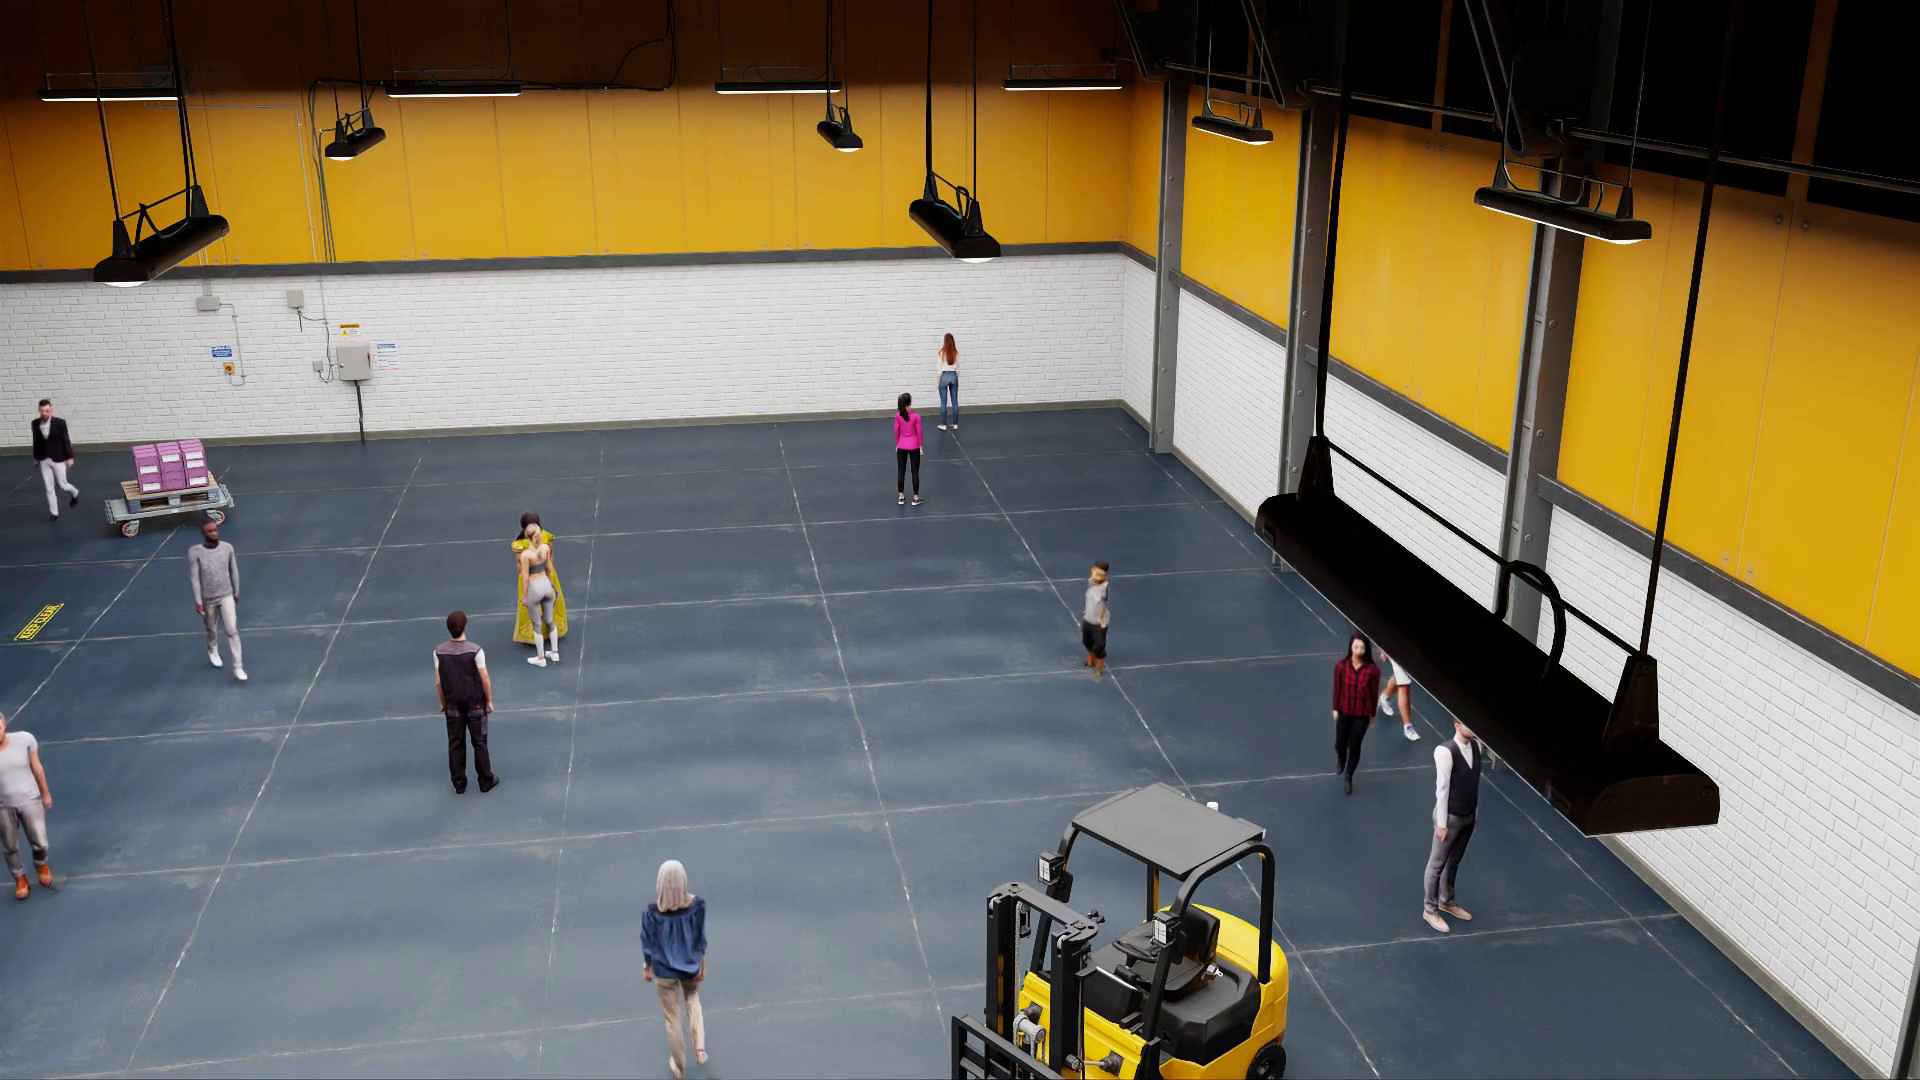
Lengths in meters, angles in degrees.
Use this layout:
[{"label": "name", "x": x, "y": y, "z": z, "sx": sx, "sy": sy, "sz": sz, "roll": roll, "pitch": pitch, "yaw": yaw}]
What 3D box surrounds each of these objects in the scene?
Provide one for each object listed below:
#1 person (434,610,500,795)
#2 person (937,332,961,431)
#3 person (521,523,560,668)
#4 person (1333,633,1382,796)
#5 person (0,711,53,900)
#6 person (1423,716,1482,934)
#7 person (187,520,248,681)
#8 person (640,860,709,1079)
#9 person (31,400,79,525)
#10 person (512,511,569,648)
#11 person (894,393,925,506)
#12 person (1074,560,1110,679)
[{"label": "person", "x": -4.779, "y": 1.561, "z": 16.046, "sx": 0.695, "sy": 1.848, "sz": 0.613, "roll": -1, "pitch": 19, "yaw": -2}, {"label": "person", "x": -0.199, "y": -2.794, "z": 29.165, "sx": 0.605, "sy": 1.728, "sz": 0.556, "roll": -6, "pitch": 20, "yaw": -18}, {"label": "person", "x": -4.828, "y": 0.615, "z": 19.083, "sx": 0.716, "sy": 1.703, "sz": 0.666, "roll": 15, "pitch": 24, "yaw": 37}, {"label": "person", "x": 3.820, "y": 1.643, "z": 16.127, "sx": 0.720, "sy": 1.641, "sz": 0.802, "roll": 4, "pitch": 19, "yaw": 12}, {"label": "person", "x": -8.053, "y": 2.224, "z": 14.157, "sx": 0.846, "sy": 1.796, "sz": 0.864, "roll": -11, "pitch": 22, "yaw": -30}, {"label": "person", "x": 4.098, "y": 2.268, "z": 13.805, "sx": 0.741, "sy": 1.938, "sz": 0.730, "roll": -13, "pitch": 23, "yaw": -34}, {"label": "person", "x": -8.448, "y": 0.648, "z": 18.820, "sx": 1.014, "sy": 1.808, "sz": 1.277, "roll": -13, "pitch": 22, "yaw": -33}, {"label": "person", "x": -1.981, "y": 3.090, "z": 11.757, "sx": 0.696, "sy": 1.688, "sz": 0.698, "roll": -9, "pitch": 21, "yaw": -25}, {"label": "person", "x": -13.152, "y": -1.175, "z": 24.229, "sx": 0.785, "sy": 1.810, "sz": 0.983, "roll": 1, "pitch": 19, "yaw": 2}, {"label": "person", "x": -5.013, "y": 0.439, "z": 19.674, "sx": 0.995, "sy": 1.659, "sz": 1.001, "roll": -16, "pitch": 24, "yaw": -39}, {"label": "person", "x": -0.780, "y": -1.377, "z": 25.004, "sx": 0.671, "sy": 1.698, "sz": 0.683, "roll": 5, "pitch": 19, "yaw": 15}, {"label": "person", "x": 1.537, "y": 0.824, "z": 18.879, "sx": 0.861, "sy": 1.435, "sz": 0.700, "roll": -11, "pitch": 21, "yaw": -29}]
